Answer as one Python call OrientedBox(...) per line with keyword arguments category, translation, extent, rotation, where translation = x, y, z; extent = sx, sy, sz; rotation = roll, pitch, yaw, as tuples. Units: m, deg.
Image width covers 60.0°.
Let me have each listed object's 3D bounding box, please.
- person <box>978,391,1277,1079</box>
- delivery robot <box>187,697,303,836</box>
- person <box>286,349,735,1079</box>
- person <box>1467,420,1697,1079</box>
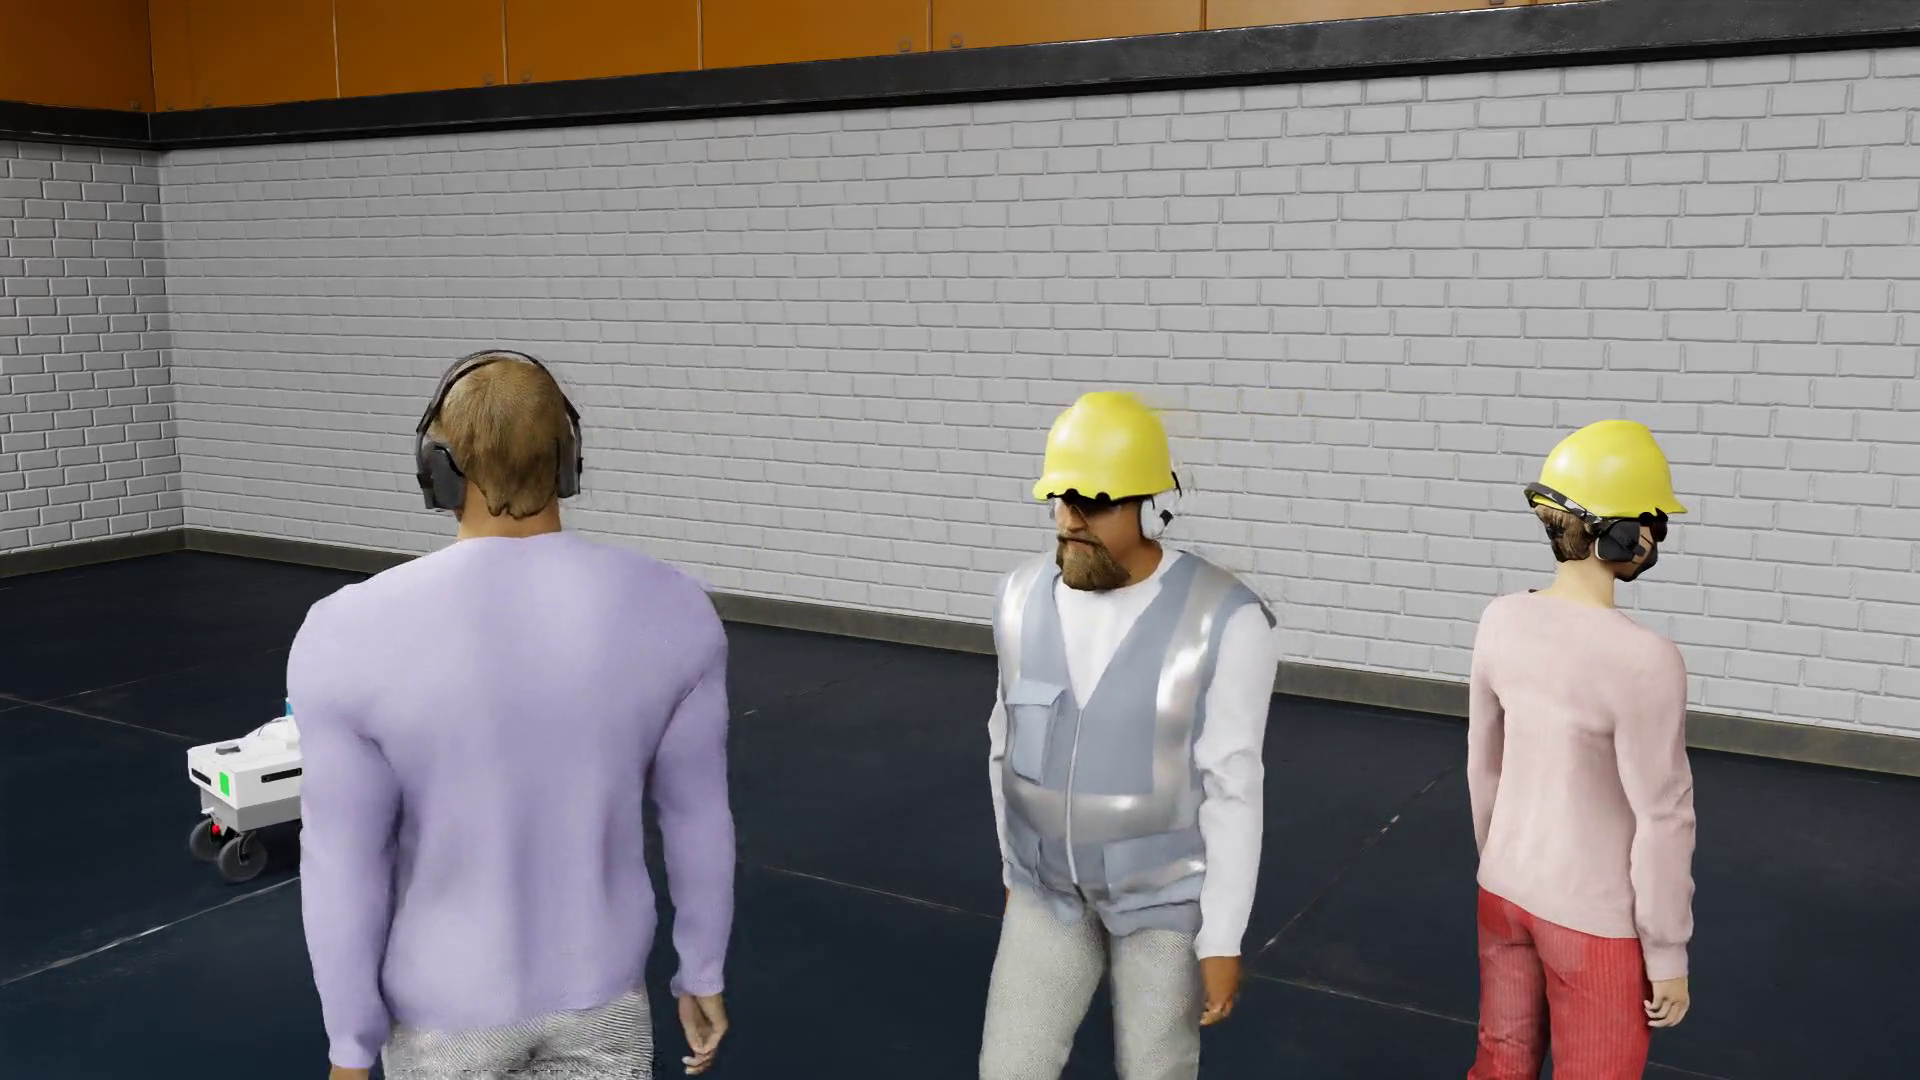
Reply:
OrientedBox(category="person", translation=(0.273, 0.635, 3.051), extent=(0.596, 1.815, 0.471), rotation=(5, 10, 29))
OrientedBox(category="delivery robot", translation=(-2.277, 0.781, 5.780), extent=(0.707, 0.478, 0.477), rotation=(-9, 13, -43))
OrientedBox(category="person", translation=(-0.615, 0.683, 2.451), extent=(0.633, 1.920, 0.736), rotation=(-5, 10, -29))
OrientedBox(category="person", translation=(1.121, 0.666, 3.019), extent=(0.311, 1.769, 0.522), rotation=(-3, 10, -20))
